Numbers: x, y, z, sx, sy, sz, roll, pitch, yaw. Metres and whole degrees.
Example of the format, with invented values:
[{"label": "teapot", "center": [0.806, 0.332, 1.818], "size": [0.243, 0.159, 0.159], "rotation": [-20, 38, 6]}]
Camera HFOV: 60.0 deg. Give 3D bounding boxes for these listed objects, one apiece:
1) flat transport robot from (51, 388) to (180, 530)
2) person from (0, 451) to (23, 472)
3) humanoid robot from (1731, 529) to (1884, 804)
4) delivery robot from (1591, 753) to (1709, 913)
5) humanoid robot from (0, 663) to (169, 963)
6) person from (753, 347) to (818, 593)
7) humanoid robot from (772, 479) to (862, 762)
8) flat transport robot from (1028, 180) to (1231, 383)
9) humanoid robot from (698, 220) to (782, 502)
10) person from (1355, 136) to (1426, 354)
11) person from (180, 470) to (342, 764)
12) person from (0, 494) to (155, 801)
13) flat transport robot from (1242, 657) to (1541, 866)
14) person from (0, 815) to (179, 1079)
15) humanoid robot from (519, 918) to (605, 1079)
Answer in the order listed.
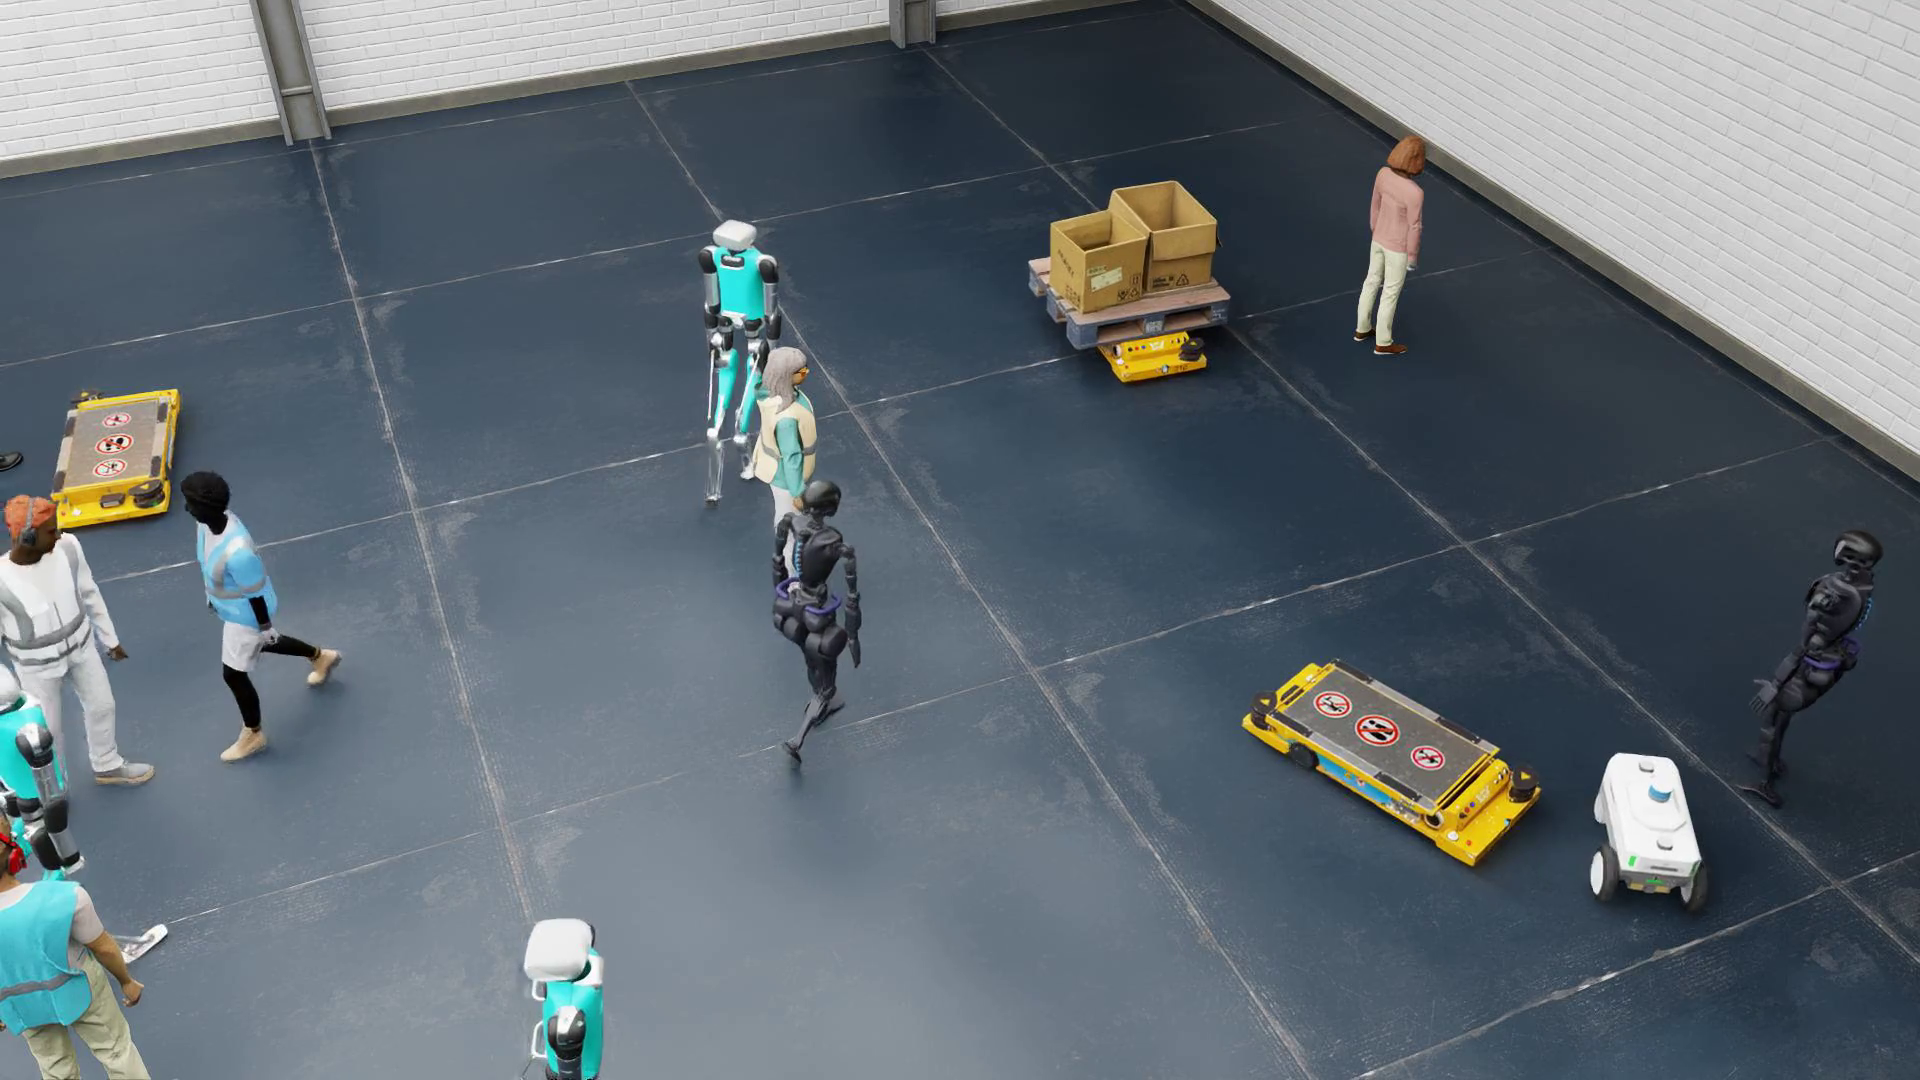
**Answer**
[{"label": "flat transport robot", "center": [-5.585, -0.589, 11.041], "size": [0.659, 0.231, 1.431], "rotation": [-11, 39, -14]}, {"label": "person", "center": [-6.544, -1.280, 10.571], "size": [0.542, 1.939, 0.366], "rotation": [22, 43, 26]}, {"label": "humanoid robot", "center": [4.185, 0.618, 8.316], "size": [0.615, 1.655, 0.423], "rotation": [-25, 44, -29]}, {"label": "delivery robot", "center": [3.385, 1.420, 8.189], "size": [0.499, 0.592, 0.795], "rotation": [5, 38, 7]}, {"label": "humanoid robot", "center": [-4.183, 1.365, 7.308], "size": [0.547, 1.785, 0.861], "rotation": [29, 46, 32]}, {"label": "person", "center": [-0.994, -0.363, 9.569], "size": [0.373, 1.700, 0.457], "rotation": [-6, 38, -8]}, {"label": "humanoid robot", "center": [-0.818, 0.421, 8.586], "size": [0.609, 1.635, 0.610], "rotation": [24, 44, 28]}, {"label": "flat transport robot", "center": [1.251, -1.655, 12.428], "size": [0.659, 0.231, 1.431], "rotation": [-12, 39, -15]}, {"label": "humanoid robot", "center": [-1.454, -1.005, 10.465], "size": [0.542, 1.881, 0.810], "rotation": [13, 39, 16]}, {"label": "person", "center": [3.099, -2.106, 11.892], "size": [0.289, 1.633, 0.496], "rotation": [-16, 40, -20]}, {"label": "person", "center": [-3.720, 0.339, 8.693], "size": [0.727, 1.653, 0.531], "rotation": [-23, 43, -27]}, {"label": "person", "center": [-4.517, 0.610, 8.187], "size": [0.400, 1.844, 0.751], "rotation": [21, 42, 25]}, {"label": "flat transport robot", "center": [2.271, 1.123, 8.811], "size": [1.431, 0.231, 0.659], "rotation": [31, 47, 34]}, {"label": "person", "center": [-3.591, 1.821, 6.612], "size": [0.569, 1.840, 0.374], "rotation": [-10, 39, -12]}, {"label": "humanoid robot", "center": [-1.654, 2.164, 6.342], "size": [0.780, 1.893, 0.546], "rotation": [-4, 38, -5]}]
